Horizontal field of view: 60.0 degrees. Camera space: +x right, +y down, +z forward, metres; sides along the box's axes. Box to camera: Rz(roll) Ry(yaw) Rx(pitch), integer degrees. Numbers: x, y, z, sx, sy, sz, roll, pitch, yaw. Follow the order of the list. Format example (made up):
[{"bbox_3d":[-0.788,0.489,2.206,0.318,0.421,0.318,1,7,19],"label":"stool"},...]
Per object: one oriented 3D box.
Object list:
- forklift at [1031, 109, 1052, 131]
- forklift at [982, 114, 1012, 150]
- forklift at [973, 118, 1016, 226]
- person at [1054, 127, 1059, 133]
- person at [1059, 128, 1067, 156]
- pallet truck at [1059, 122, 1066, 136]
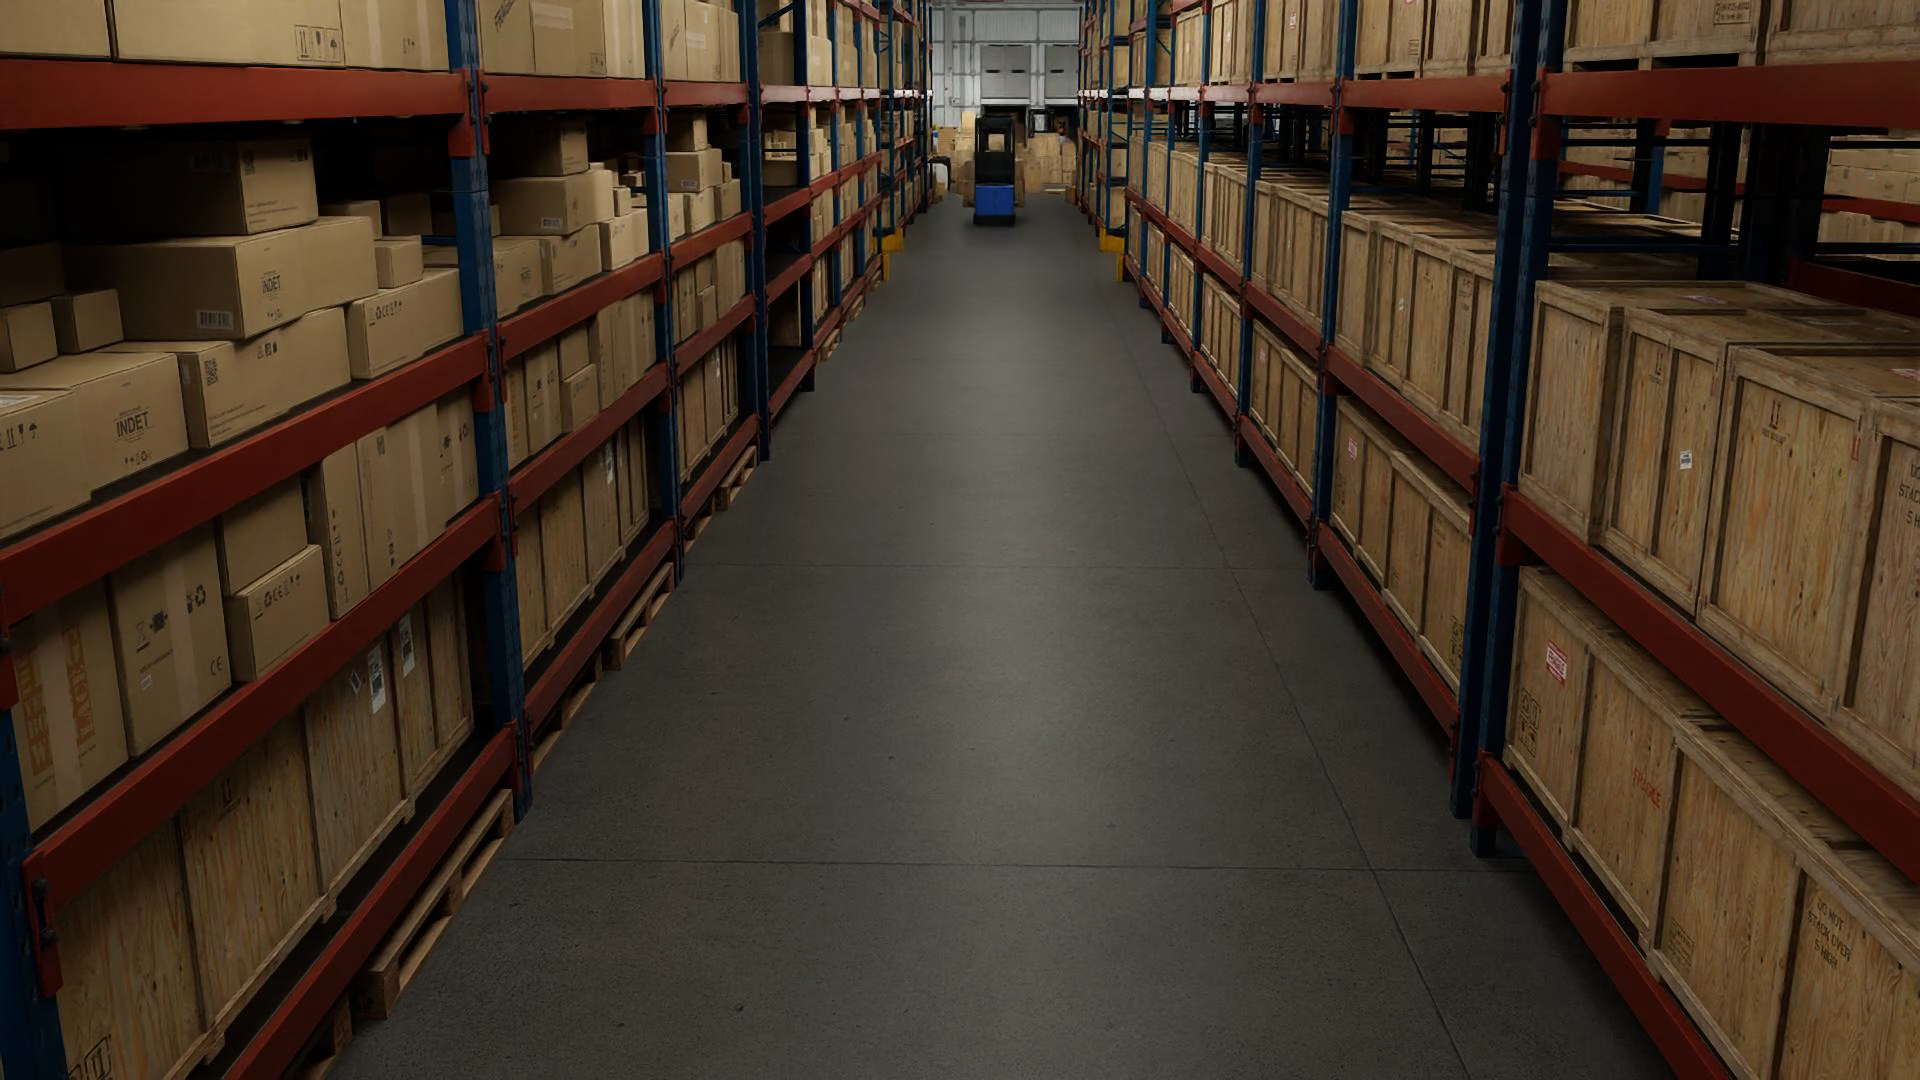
[{"bbox_3d":[3.432,-16.803,70.309,1.129,2.768,1.873,0,15,2],"label":"forklift"},{"bbox_3d":[1.144,-11.882,51.999,1.129,2.768,1.873,0,15,2],"label":"forklift"},{"bbox_3d":[0.928,-9.872,44.522,1.129,2.768,1.873,0,15,1],"label":"forklift"},{"bbox_3d":[4.666,-18.930,80.046,0.648,1.913,0.660,5,16,19],"label":"person"},{"bbox_3d":[4.638,-17.835,75.984,0.550,1.920,0.699,-3,15,-12],"label":"person"},{"bbox_3d":[5.788,-21.111,88.014,1.885,1.965,0.823,5,16,18],"label":"pallet truck"}]
